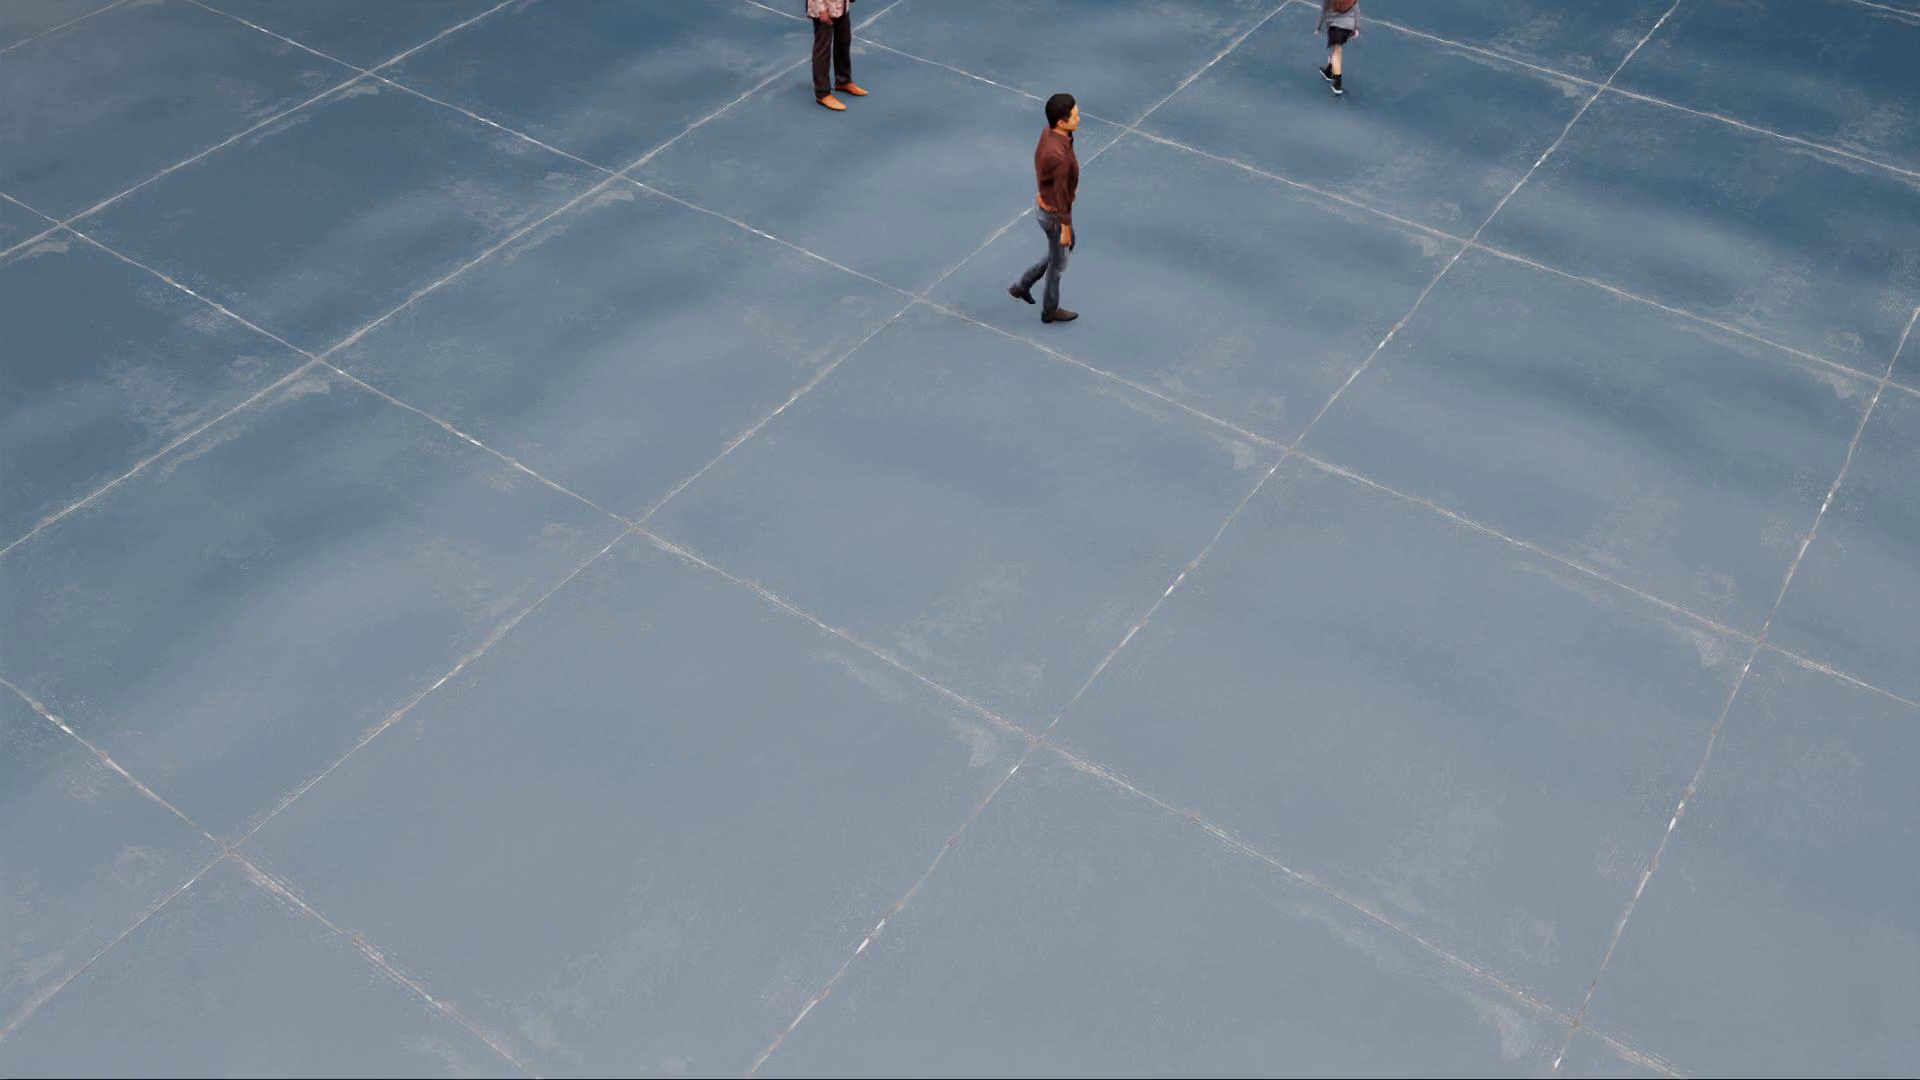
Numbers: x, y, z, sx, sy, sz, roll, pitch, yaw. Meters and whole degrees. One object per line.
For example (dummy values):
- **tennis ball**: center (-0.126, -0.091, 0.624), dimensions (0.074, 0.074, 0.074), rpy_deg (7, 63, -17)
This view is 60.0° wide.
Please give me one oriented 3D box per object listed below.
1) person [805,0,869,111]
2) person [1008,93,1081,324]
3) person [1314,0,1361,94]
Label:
- **person**: center (-1.094, -4.455, 13.667), dimensions (0.597, 1.804, 0.700), rpy_deg (24, 48, 23)
- **person**: center (0.565, -2.228, 11.309), dimensions (0.909, 1.767, 0.850), rpy_deg (-3, 43, -3)
- **person**: center (3.229, -4.317, 14.054), dimensions (0.659, 1.074, 0.727), rpy_deg (-5, 43, -6)
